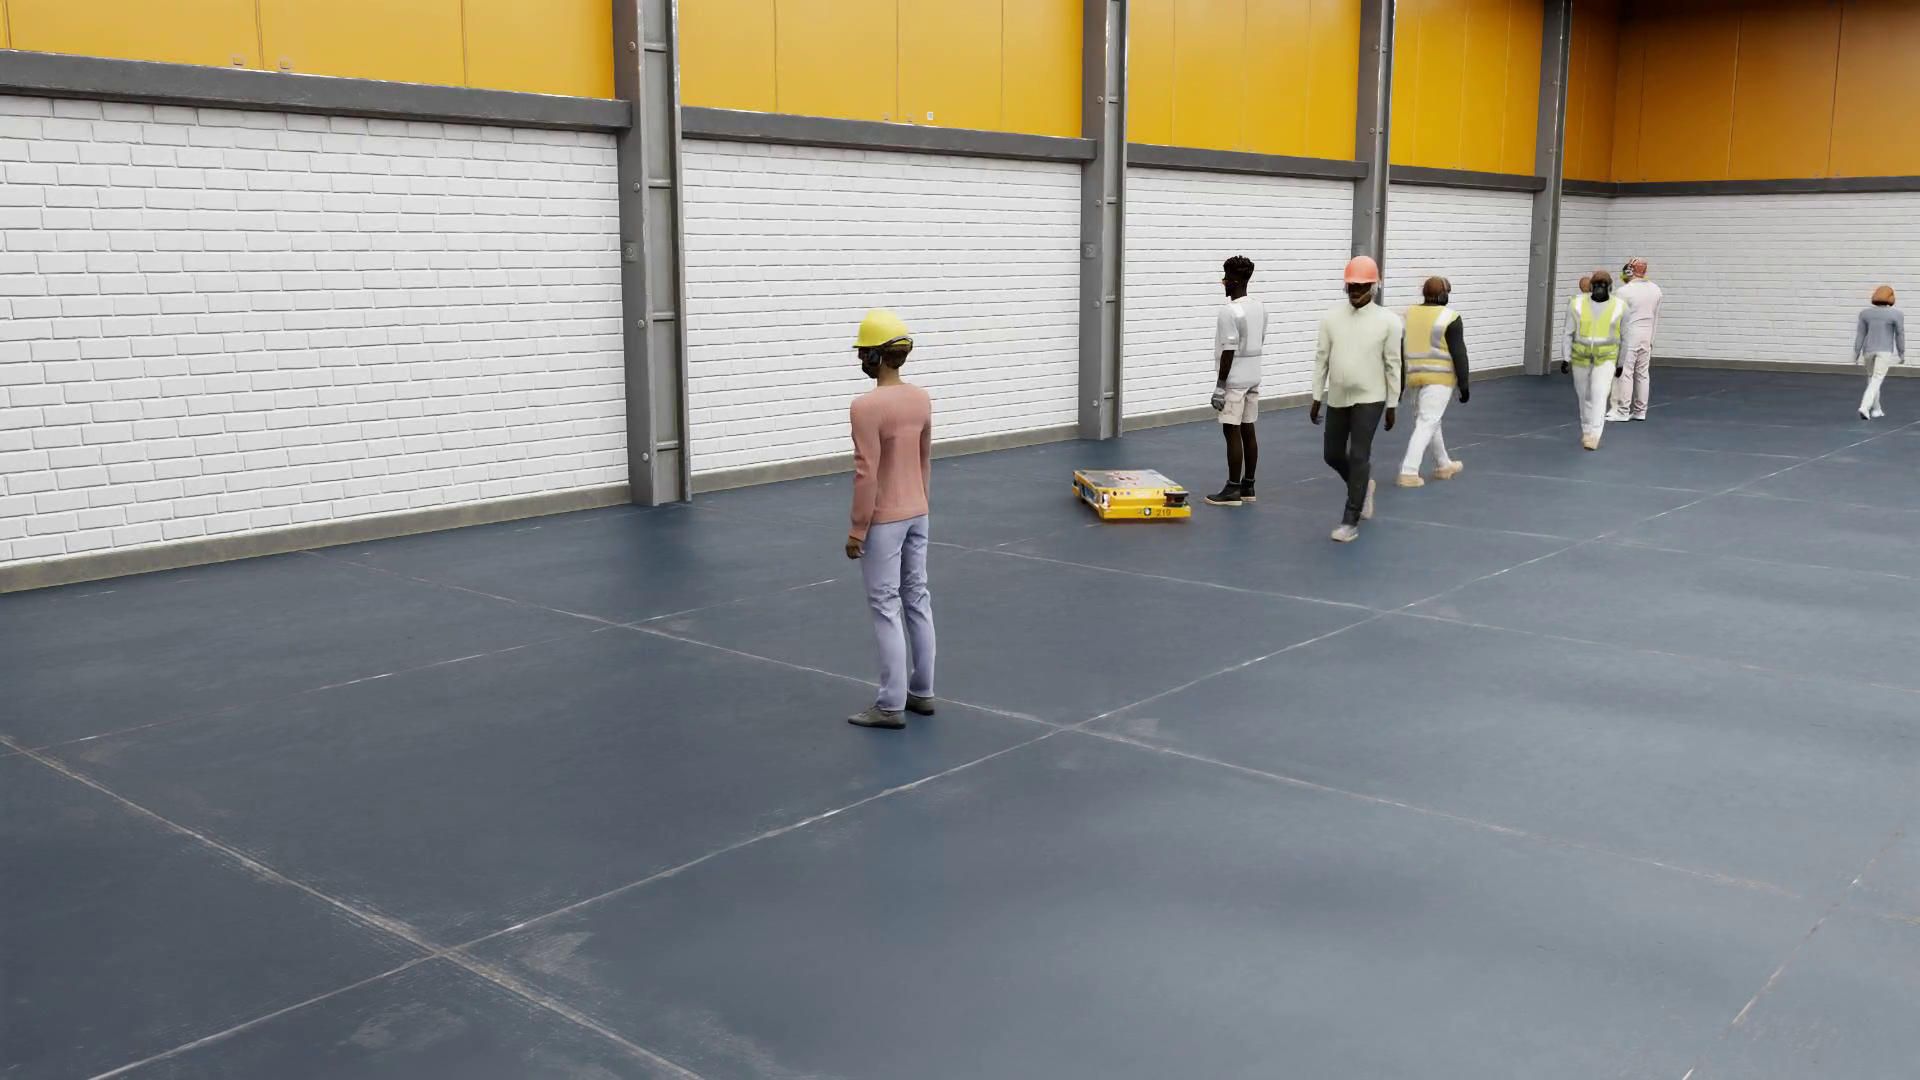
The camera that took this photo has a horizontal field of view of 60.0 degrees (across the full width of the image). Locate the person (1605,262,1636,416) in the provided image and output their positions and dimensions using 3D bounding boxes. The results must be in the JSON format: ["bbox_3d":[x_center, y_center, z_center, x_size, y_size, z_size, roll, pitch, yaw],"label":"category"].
[{"bbox_3d":[8.053,-2.417,20.059,0.578,1.866,0.499,8,13,39],"label":"person"}]

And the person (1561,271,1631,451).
[{"bbox_3d":[6.459,-1.832,16.942,0.621,1.799,0.976,5,11,28],"label":"person"}]

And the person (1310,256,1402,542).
[{"bbox_3d":[2.801,-1.004,11.685,0.622,1.972,0.821,7,12,36],"label":"person"}]

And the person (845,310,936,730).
[{"bbox_3d":[-0.313,-0.085,7.050,0.327,1.767,0.533,6,12,32],"label":"person"}]

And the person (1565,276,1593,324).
[{"bbox_3d":[9.287,-3.117,24.768,0.523,1.612,0.755,3,10,15],"label":"person"}]

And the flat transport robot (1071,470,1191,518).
[{"bbox_3d":[1.308,-0.373,12.941,0.652,0.197,1.431,-1,10,-6],"label":"flat transport robot"}]

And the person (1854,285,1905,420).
[{"bbox_3d":[10.873,-2.222,19.715,0.847,1.601,0.509,-8,13,-37],"label":"person"}]

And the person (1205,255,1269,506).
[{"bbox_3d":[2.185,-1.255,13.138,0.367,1.966,0.603,7,12,37],"label":"person"}]

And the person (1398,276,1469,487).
[{"bbox_3d":[4.075,-1.358,14.263,1.002,1.791,0.629,-7,12,-33],"label":"person"}]

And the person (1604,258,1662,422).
[{"bbox_3d":[7.833,-2.326,19.405,0.641,1.909,0.409,-5,11,-26],"label":"person"}]
